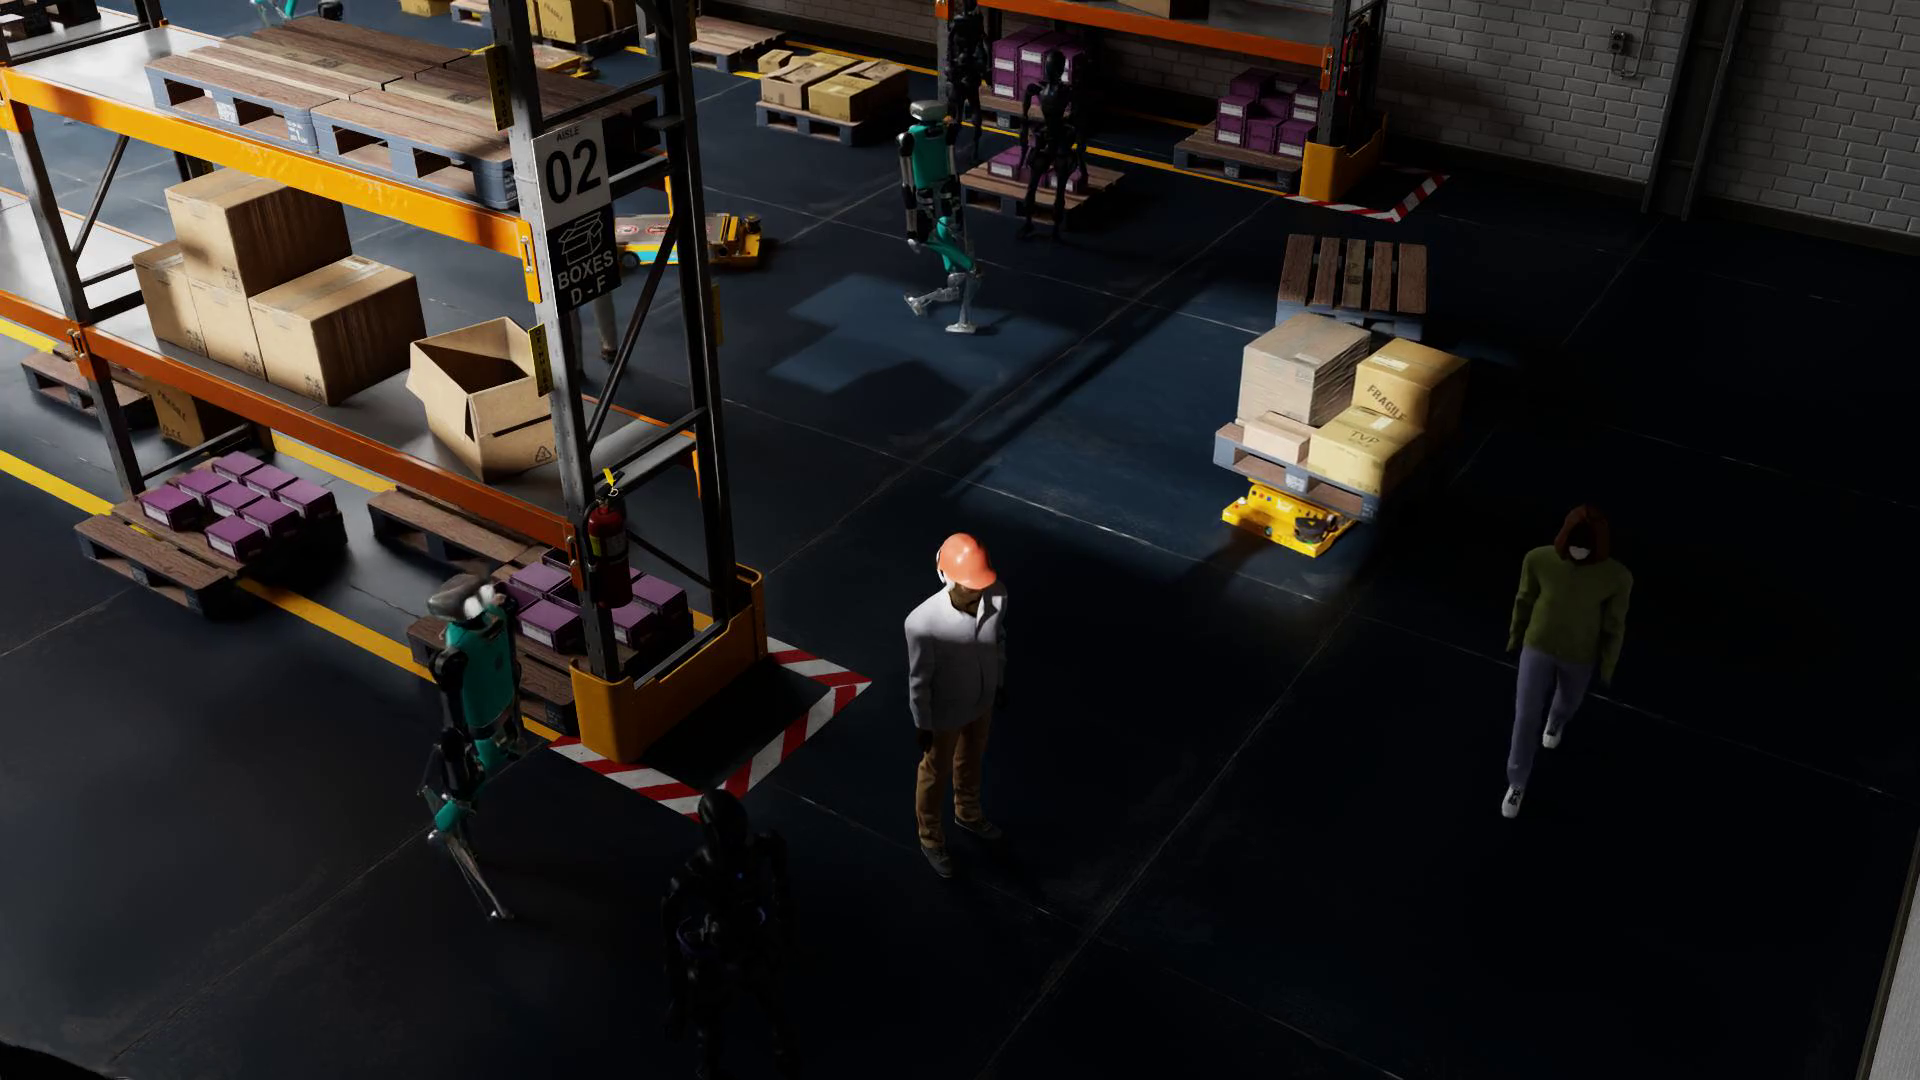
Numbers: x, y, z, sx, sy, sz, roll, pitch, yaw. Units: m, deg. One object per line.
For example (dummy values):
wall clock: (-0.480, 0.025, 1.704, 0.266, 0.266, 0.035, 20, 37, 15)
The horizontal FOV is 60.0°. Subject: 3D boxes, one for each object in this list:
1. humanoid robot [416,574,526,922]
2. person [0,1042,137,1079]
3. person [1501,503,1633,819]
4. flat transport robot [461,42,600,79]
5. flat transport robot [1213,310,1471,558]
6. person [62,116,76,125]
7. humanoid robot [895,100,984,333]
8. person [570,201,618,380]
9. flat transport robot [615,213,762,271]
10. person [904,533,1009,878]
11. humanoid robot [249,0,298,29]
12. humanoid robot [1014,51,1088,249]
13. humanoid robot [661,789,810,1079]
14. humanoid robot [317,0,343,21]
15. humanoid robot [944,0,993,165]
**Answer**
humanoid robot: (-2.252, 0.906, 7.207, 0.816, 1.825, 0.537, 9, 34, 14)
person: (-3.589, 1.669, 5.893, 0.838, 1.815, 0.499, -11, 35, -16)
person: (2.853, 0.497, 7.879, 0.505, 1.600, 0.763, 14, 36, 20)
flat transport robot: (-4.582, -5.049, 17.634, 1.431, 0.231, 0.659, 20, 38, 27)
flat transport robot: (2.316, -0.366, 10.436, 0.659, 0.231, 1.431, 25, 41, 33)
person: (-8.724, -5.013, 16.059, 0.514, 1.919, 0.859, -13, 35, -19)
humanoid robot: (-0.058, -2.242, 11.989, 0.562, 1.724, 1.047, -28, 42, -36)
person: (-2.673, -2.055, 11.524, 0.635, 1.921, 0.416, -15, 36, -22)
flat transport robot: (-2.361, -2.447, 13.633, 1.431, 0.231, 0.659, -1, 33, -2)
person: (0.016, 0.713, 7.415, 0.563, 1.752, 0.337, -27, 41, -34)
humanoid robot: (-7.253, -5.893, 17.606, 1.064, 1.728, 0.530, 20, 38, 28)
humanoid robot: (0.745, -3.157, 13.448, 0.619, 1.640, 0.398, 8, 34, 12)
humanoid robot: (-0.818, 1.588, 6.148, 0.608, 1.640, 0.616, -26, 41, -34)
humanoid robot: (-5.423, -3.941, 14.654, 0.650, 1.634, 0.602, -2, 33, -3)
humanoid robot: (-0.008, -4.232, 15.106, 0.638, 1.636, 0.591, 20, 38, 27)
